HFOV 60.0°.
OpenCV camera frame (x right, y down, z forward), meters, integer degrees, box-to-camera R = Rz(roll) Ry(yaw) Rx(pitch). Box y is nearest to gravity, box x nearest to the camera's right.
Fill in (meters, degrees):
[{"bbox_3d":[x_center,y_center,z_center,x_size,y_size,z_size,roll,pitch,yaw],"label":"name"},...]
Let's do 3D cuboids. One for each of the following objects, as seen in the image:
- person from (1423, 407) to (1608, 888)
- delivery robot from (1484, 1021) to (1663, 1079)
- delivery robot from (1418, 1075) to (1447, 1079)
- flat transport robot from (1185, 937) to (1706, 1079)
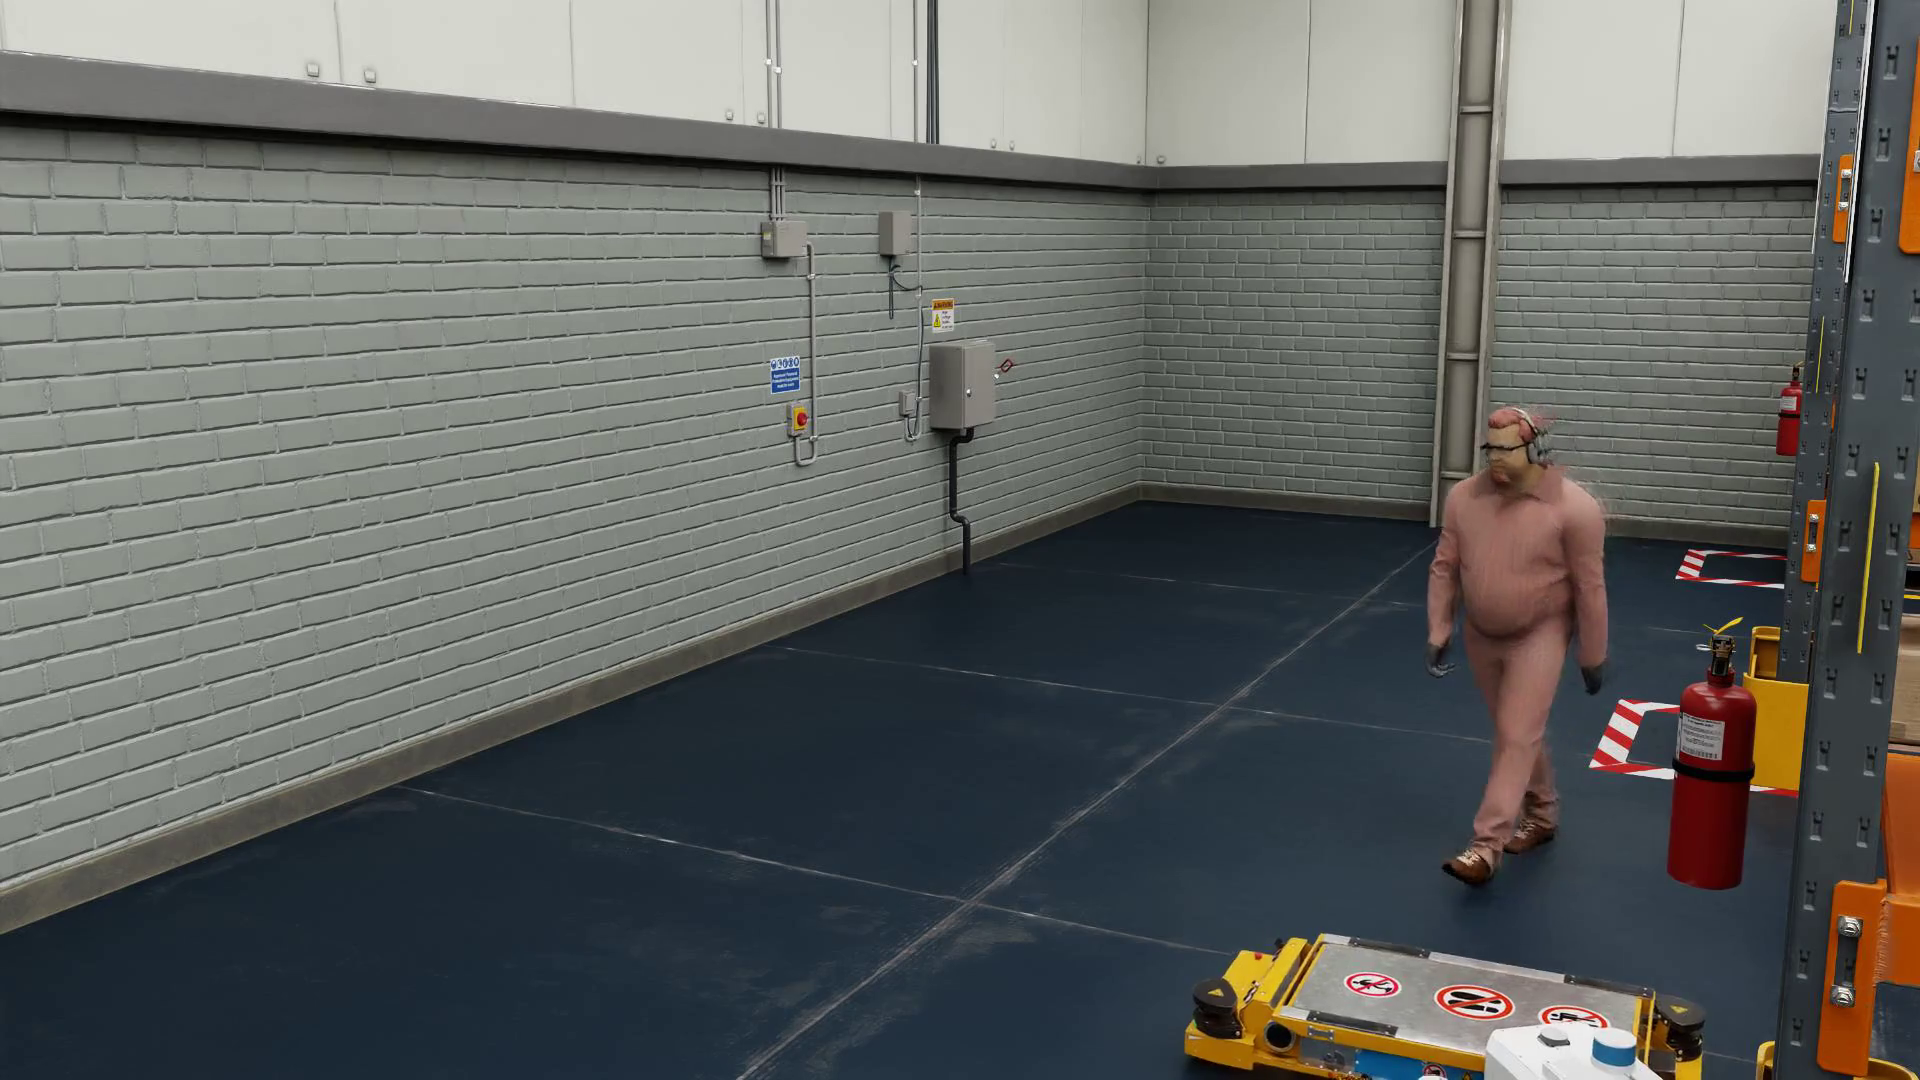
[{"bbox_3d":[2.126,0.411,6.519,1.019,1.848,0.647,-8,13,-38],"label":"person"},{"bbox_3d":[1.606,1.453,4.117,0.477,0.478,0.707,-2,11,-12],"label":"delivery robot"},{"bbox_3d":[1.054,1.502,3.854,0.477,0.478,0.707,9,14,40],"label":"delivery robot"},{"bbox_3d":[1.465,1.475,5.032,1.431,0.197,0.652,5,11,24],"label":"flat transport robot"}]
